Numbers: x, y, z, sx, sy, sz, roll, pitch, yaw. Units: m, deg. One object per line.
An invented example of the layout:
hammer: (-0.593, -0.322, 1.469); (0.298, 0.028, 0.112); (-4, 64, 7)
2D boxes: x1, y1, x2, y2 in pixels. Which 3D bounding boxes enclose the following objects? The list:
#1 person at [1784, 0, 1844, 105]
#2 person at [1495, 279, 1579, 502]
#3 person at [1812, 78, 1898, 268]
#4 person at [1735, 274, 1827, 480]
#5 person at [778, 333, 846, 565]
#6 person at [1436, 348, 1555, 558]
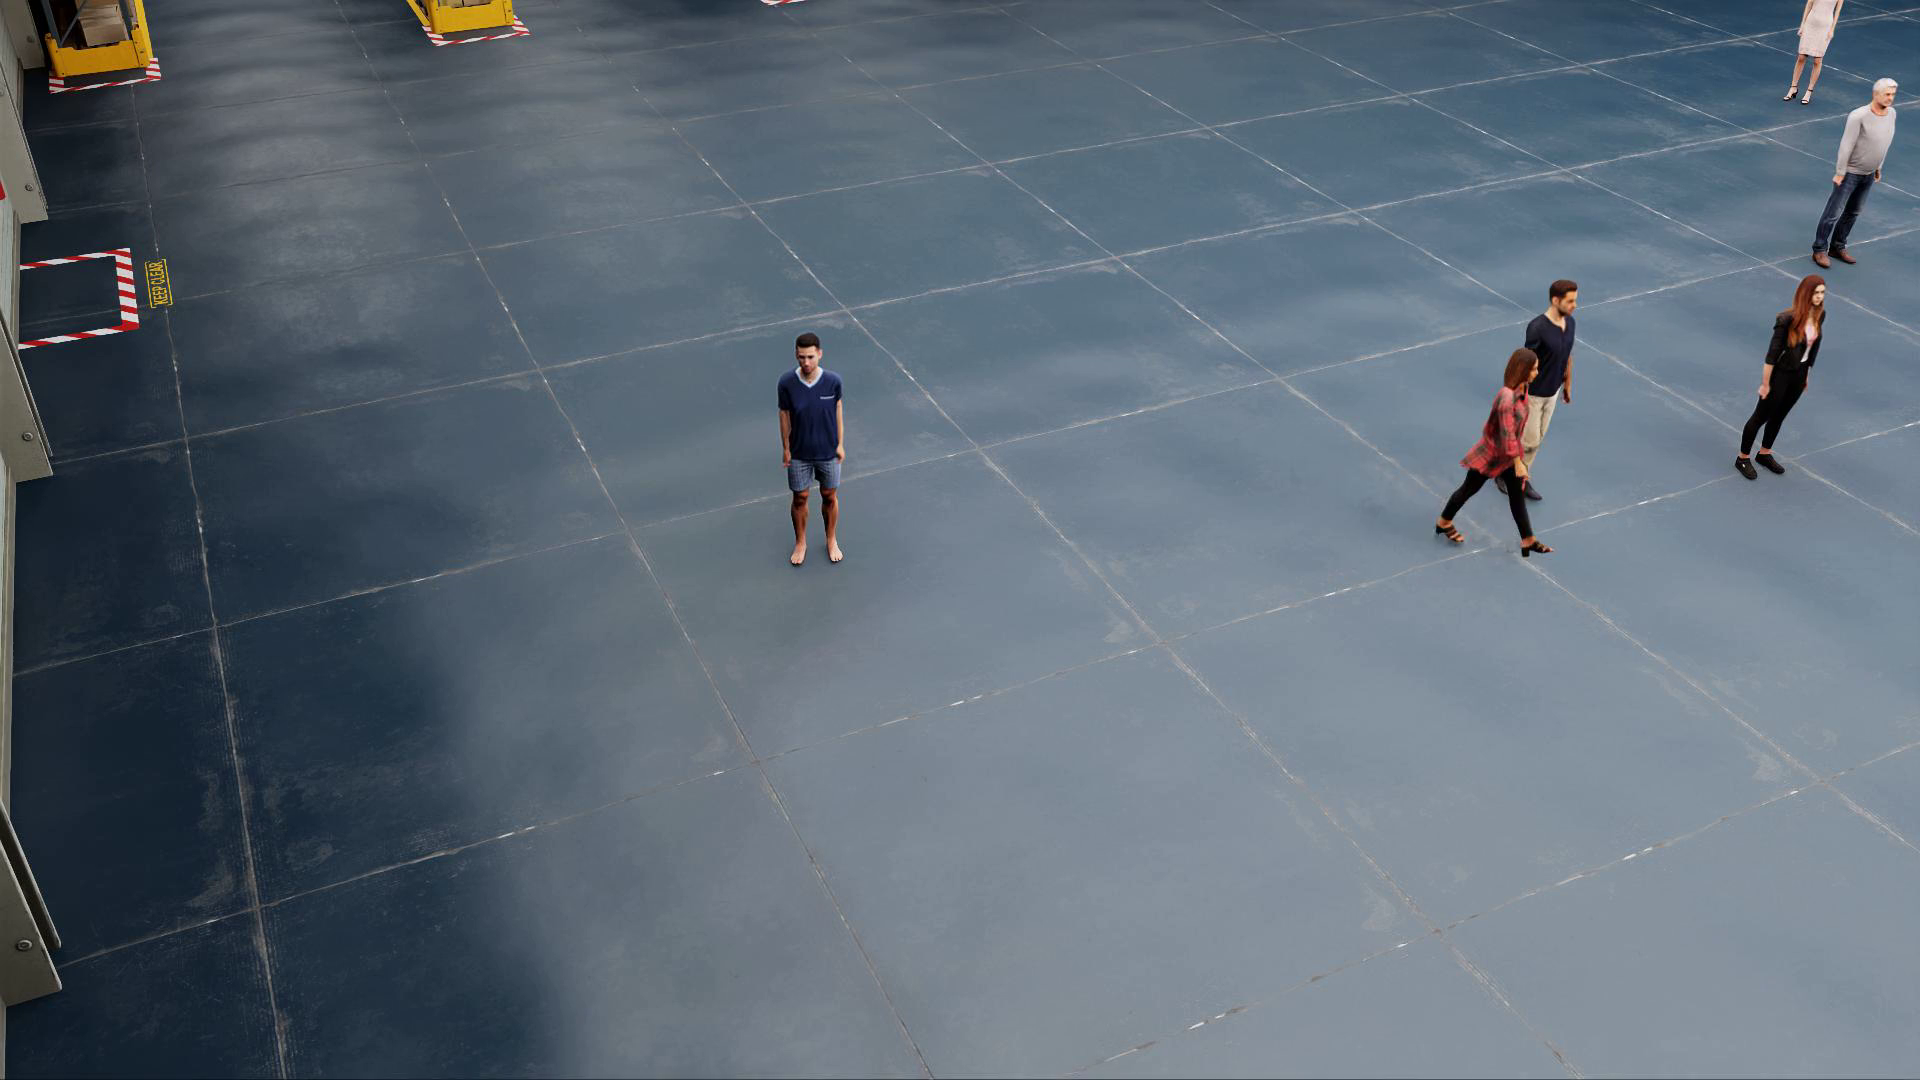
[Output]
person: (10.812, -6.434, 20.951); (0.563, 1.830, 0.703); (27, 41, 35)
person: (4.409, -1.174, 12.847); (0.717, 1.847, 0.697); (-19, 38, -27)
person: (8.993, -3.700, 16.673); (0.754, 1.909, 0.640); (-11, 35, -16)
person: (6.538, -1.313, 13.185); (0.625, 1.712, 0.546); (-11, 35, -16)
person: (-1.064, -0.675, 12.081); (0.680, 1.846, 0.648); (-4, 33, -6)
person: (3.849, -0.634, 12.202); (1.191, 1.644, 0.952); (23, 39, 31)
